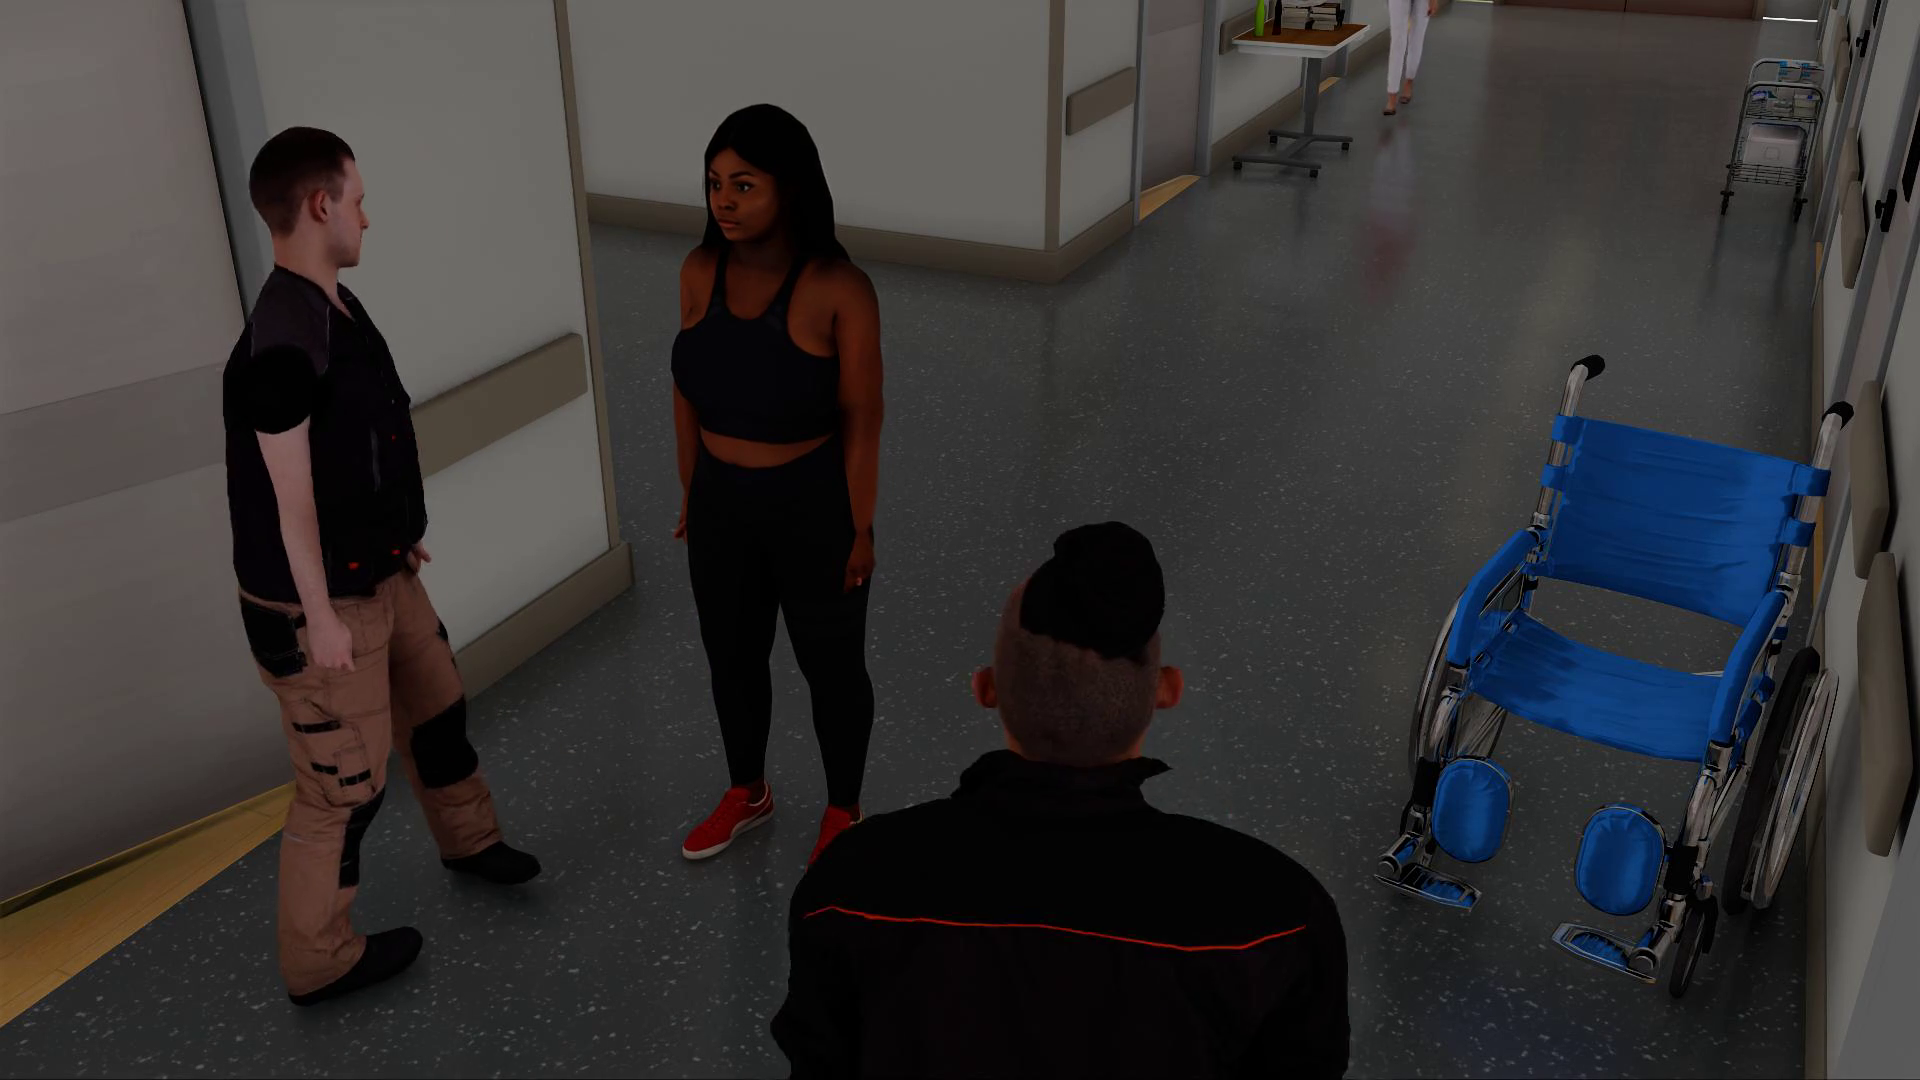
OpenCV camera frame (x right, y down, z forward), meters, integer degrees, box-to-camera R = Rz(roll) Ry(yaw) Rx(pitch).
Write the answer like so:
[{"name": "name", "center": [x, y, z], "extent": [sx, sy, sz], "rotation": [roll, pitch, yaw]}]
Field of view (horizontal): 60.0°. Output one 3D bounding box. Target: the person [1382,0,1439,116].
[{"name": "person", "center": [3.245, -3.886, 11.861], "extent": [0.596, 1.648, 1.158], "rotation": [10, 27, 19]}]

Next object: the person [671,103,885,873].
[{"name": "person", "center": [-0.409, -0.069, 3.753], "extent": [0.657, 1.816, 0.604], "rotation": [10, 28, 20]}]

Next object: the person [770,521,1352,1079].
[{"name": "person", "center": [0.101, 0.846, 1.829], "extent": [0.992, 1.838, 1.187], "rotation": [2, 26, 5]}]

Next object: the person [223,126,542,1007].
[{"name": "person", "center": [-1.297, 0.078, 3.460], "extent": [0.936, 1.805, 0.852], "rotation": [2, 26, 4]}]
